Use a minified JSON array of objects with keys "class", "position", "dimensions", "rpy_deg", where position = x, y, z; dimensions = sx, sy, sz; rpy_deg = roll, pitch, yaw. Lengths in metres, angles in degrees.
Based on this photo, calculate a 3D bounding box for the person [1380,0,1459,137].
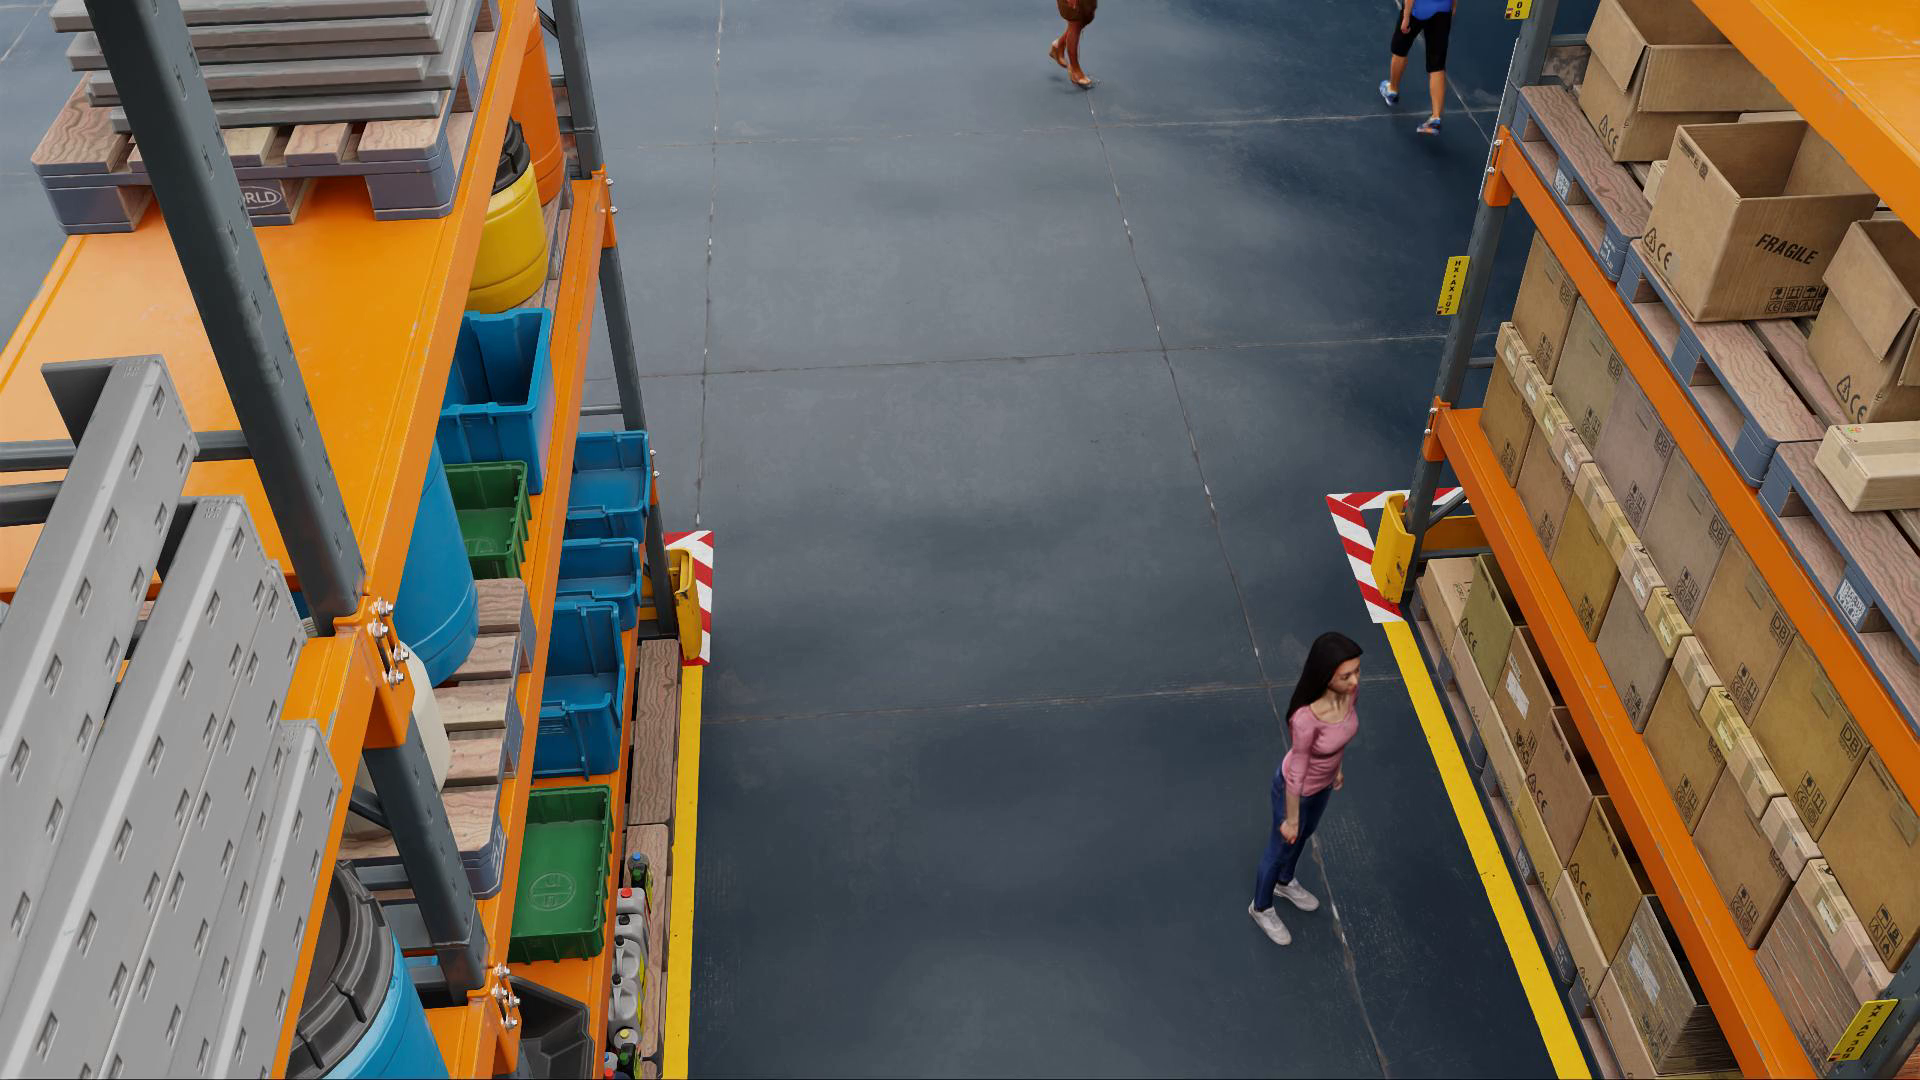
[{"class":"person","position":[3.559,-3.925,12.488],"dimensions":[0.643,1.827,1.234],"rpy_deg":[-5,43,-6]}]

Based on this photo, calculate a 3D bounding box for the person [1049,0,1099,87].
[{"class":"person","position":[0.893,-4.378,13.103],"dimensions":[0.856,1.670,0.786],"rpy_deg":[13,44,14]}]

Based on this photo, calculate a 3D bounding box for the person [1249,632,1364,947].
[{"class":"person","position":[1.480,1.037,7.088],"dimensions":[0.692,1.742,0.649],"rpy_deg":[34,52,31]}]
